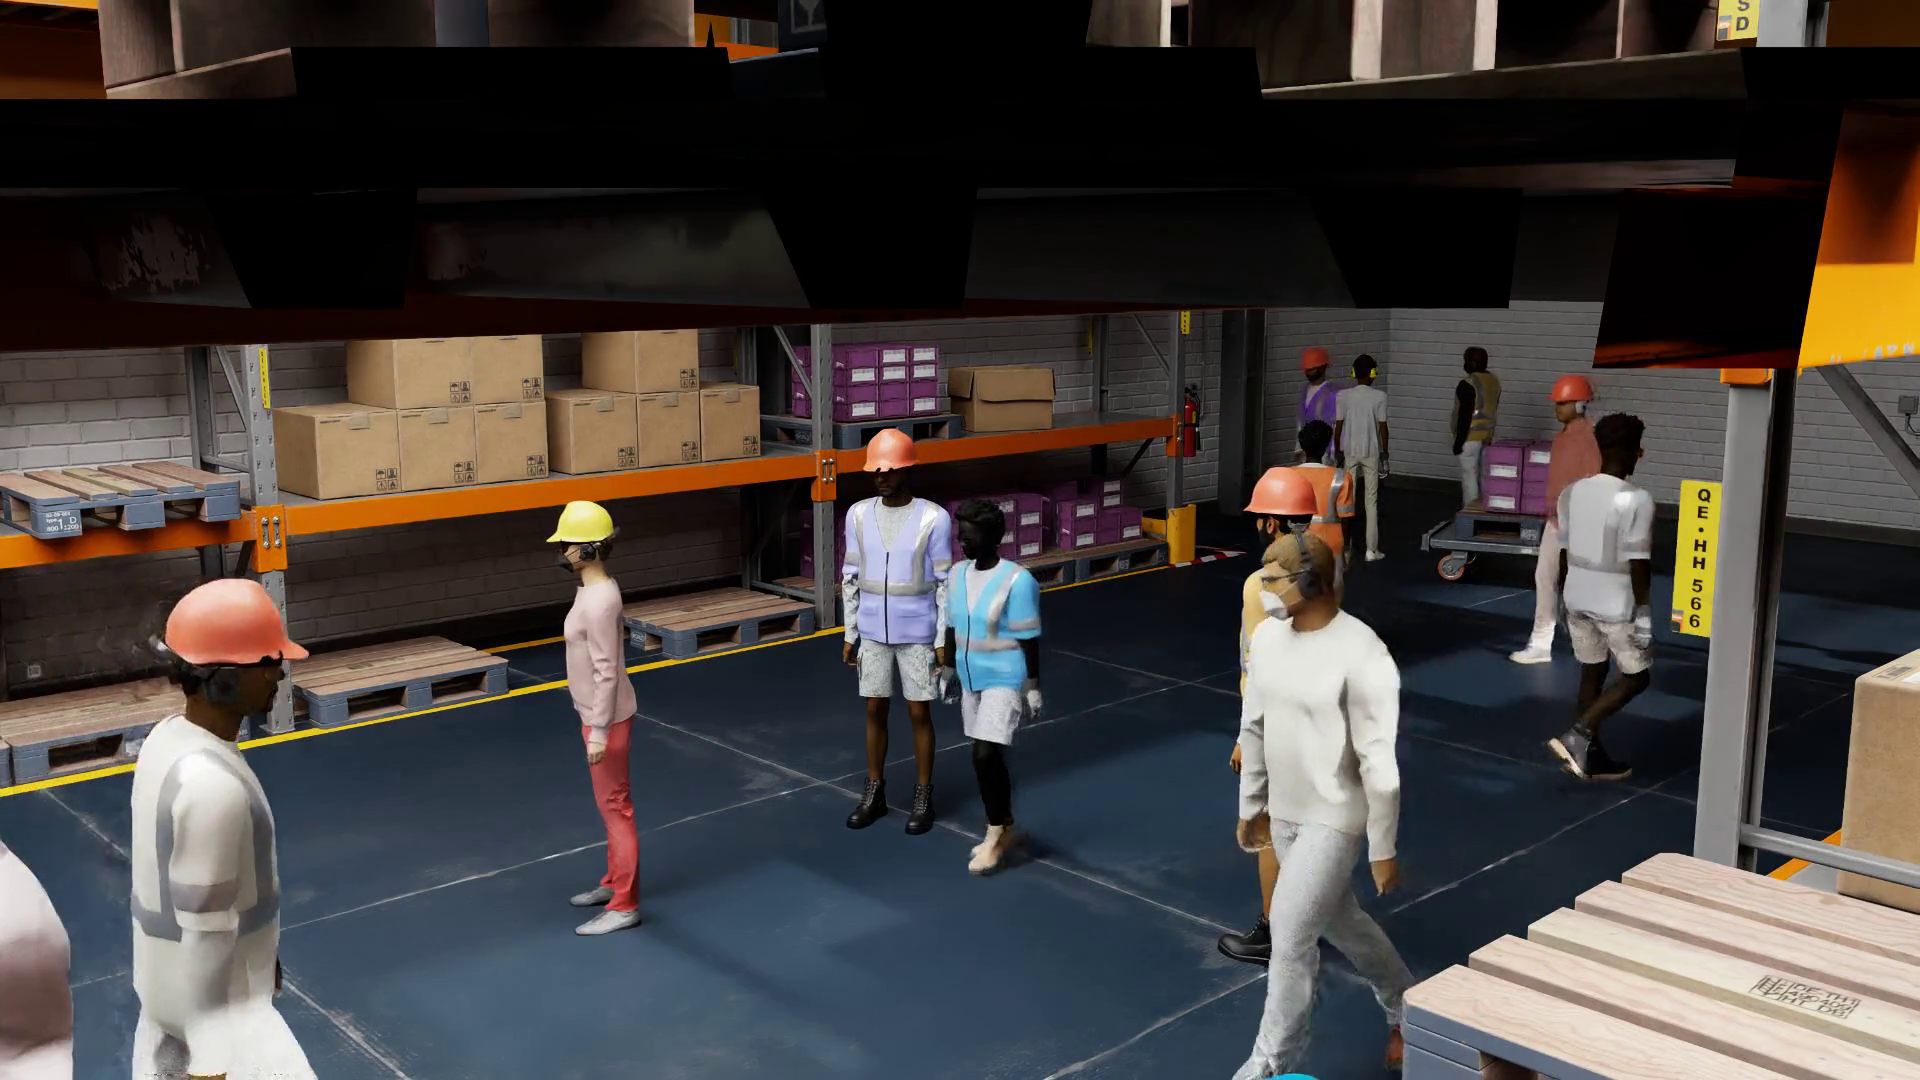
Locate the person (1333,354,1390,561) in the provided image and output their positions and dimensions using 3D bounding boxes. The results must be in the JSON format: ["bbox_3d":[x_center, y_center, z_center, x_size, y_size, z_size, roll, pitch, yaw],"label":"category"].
[{"bbox_3d":[3.617,-0.737,14.987,0.519,1.861,0.328,5,11,28],"label":"person"}]

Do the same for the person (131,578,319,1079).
[{"bbox_3d":[-1.807,1.077,4.053,1.069,1.986,0.629,-7,12,-36],"label":"person"}]

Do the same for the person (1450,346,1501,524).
[{"bbox_3d":[5.168,-1.034,16.782,0.633,1.841,0.429,-9,13,-43],"label":"person"}]

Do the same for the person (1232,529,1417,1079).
[{"bbox_3d":[1.207,0.889,5.413,1.004,1.892,0.631,-5,11,-26],"label":"person"}]

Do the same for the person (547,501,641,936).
[{"bbox_3d":[-1.476,0.716,6.748,0.328,1.769,0.526,-2,10,-13],"label":"person"}]

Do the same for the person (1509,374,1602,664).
[{"bbox_3d":[4.170,-0.132,11.139,0.838,1.972,0.625,-2,10,-11],"label":"person"}]

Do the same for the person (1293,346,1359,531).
[{"bbox_3d":[3.421,-0.877,15.656,0.828,1.910,0.568,-3,10,-19],"label":"person"}]

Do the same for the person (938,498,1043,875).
[{"bbox_3d":[0.088,0.646,7.396,0.543,1.674,0.558,-9,13,-41],"label":"person"}]

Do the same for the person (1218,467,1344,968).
[{"bbox_3d":[1.227,0.683,6.444,0.358,1.936,0.552,9,13,43],"label":"person"}]

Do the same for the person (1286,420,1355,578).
[{"bbox_3d":[2.264,0.074,10.713,0.536,1.697,0.318,3,10,14],"label":"person"}]

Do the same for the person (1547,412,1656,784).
[{"bbox_3d":[3.285,0.317,8.526,0.528,1.954,0.626,-4,10,-21],"label":"person"}]

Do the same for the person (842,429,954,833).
[{"bbox_3d":[-0.308,0.435,7.892,0.553,1.935,0.362,3,10,18],"label":"person"}]

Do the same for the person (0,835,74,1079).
[{"bbox_3d":[-1.953,1.251,3.205,0.651,1.907,0.409,8,12,38],"label":"person"}]
